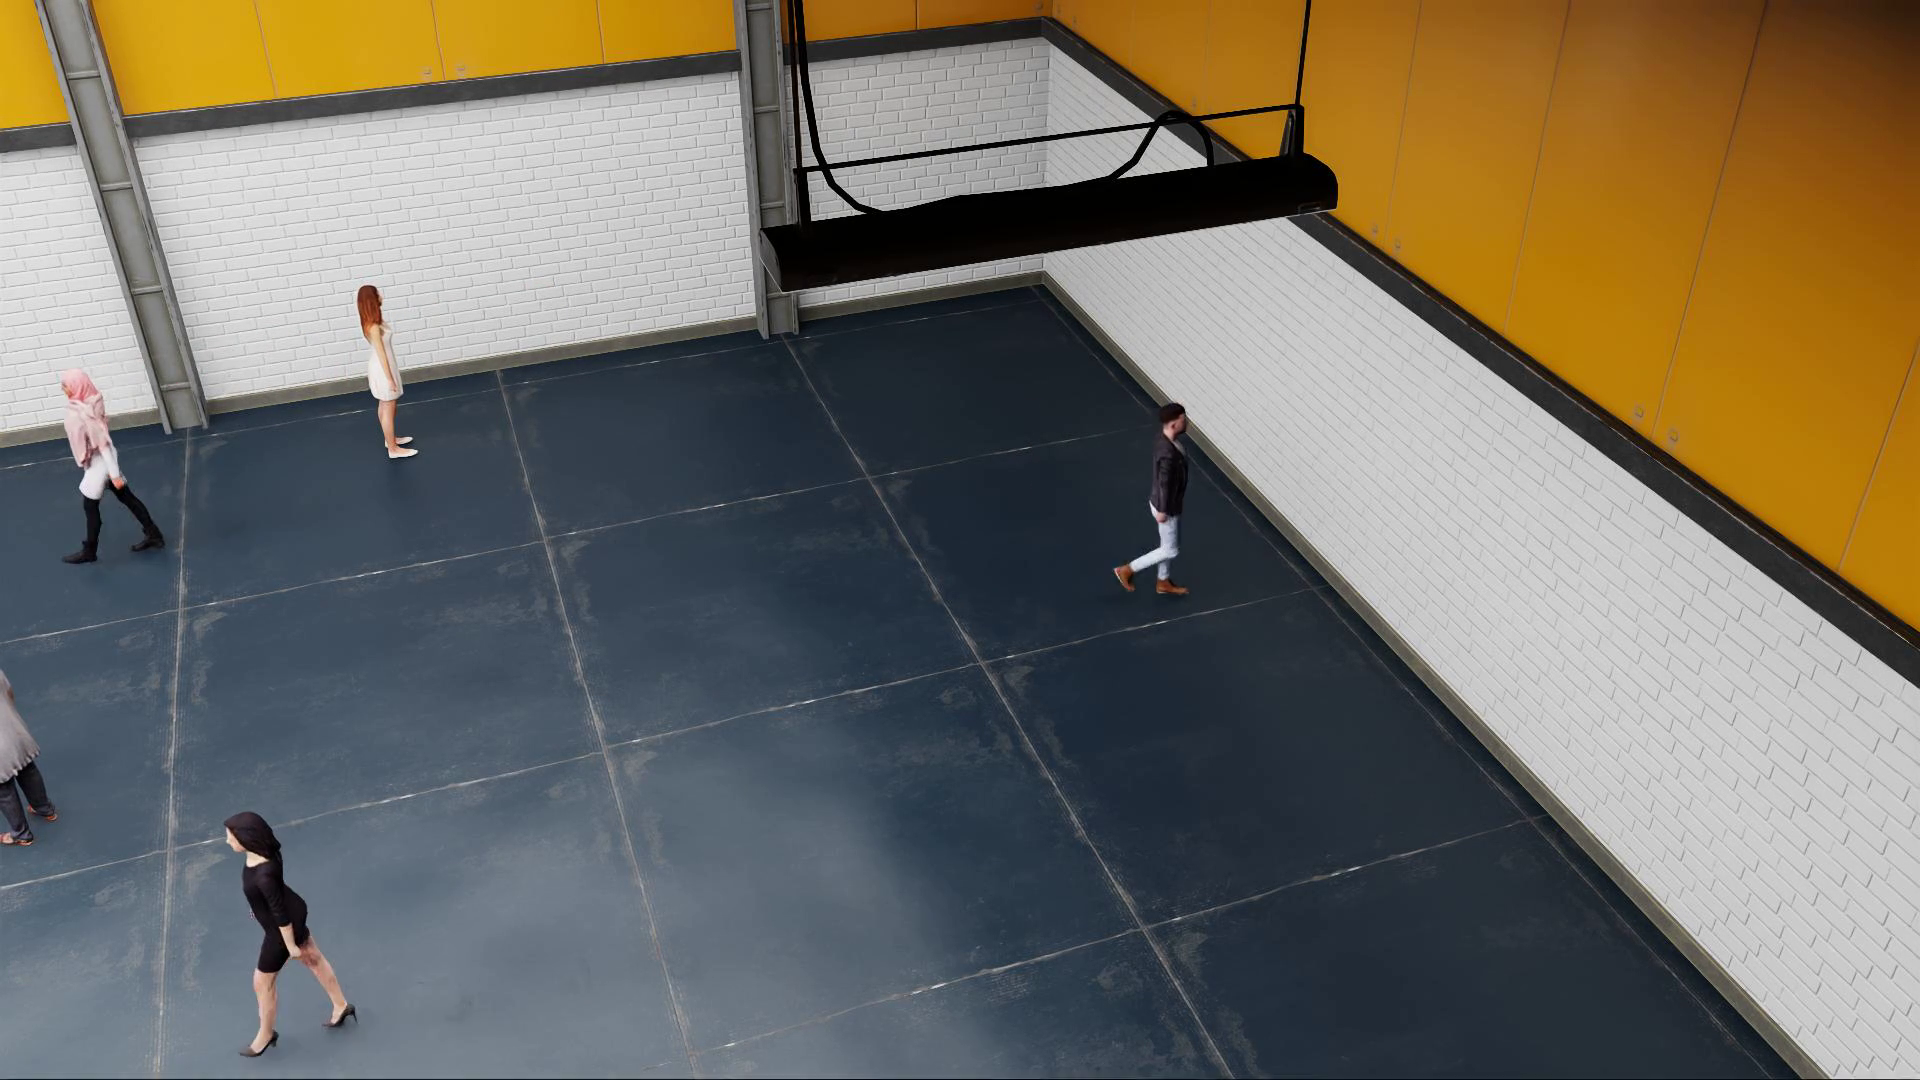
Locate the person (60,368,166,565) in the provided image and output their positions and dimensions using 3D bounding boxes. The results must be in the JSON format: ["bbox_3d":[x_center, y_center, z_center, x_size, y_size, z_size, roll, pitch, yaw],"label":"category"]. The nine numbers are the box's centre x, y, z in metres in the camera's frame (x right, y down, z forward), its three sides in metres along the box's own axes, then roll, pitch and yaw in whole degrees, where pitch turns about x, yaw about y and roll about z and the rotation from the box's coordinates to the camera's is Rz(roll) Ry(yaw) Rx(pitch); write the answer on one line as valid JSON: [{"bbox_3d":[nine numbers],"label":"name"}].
[{"bbox_3d":[-7.132,-0.640,14.034,1.044,1.773,0.713,-15,36,-21],"label":"person"}]

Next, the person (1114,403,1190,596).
[{"bbox_3d":[1.604,-0.294,13.471,0.984,1.820,0.840,1,34,1],"label":"person"}]

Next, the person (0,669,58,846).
[{"bbox_3d":[-6.494,1.347,11.190,0.809,1.612,0.761,8,34,11],"label":"person"}]

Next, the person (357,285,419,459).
[{"bbox_3d":[-5.386,-1.586,15.515,0.525,1.710,0.566,-14,36,-19],"label":"person"}]

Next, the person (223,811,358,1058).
[{"bbox_3d":[-3.845,2.253,9.675,0.917,1.781,0.667,-7,34,-11],"label":"person"}]
